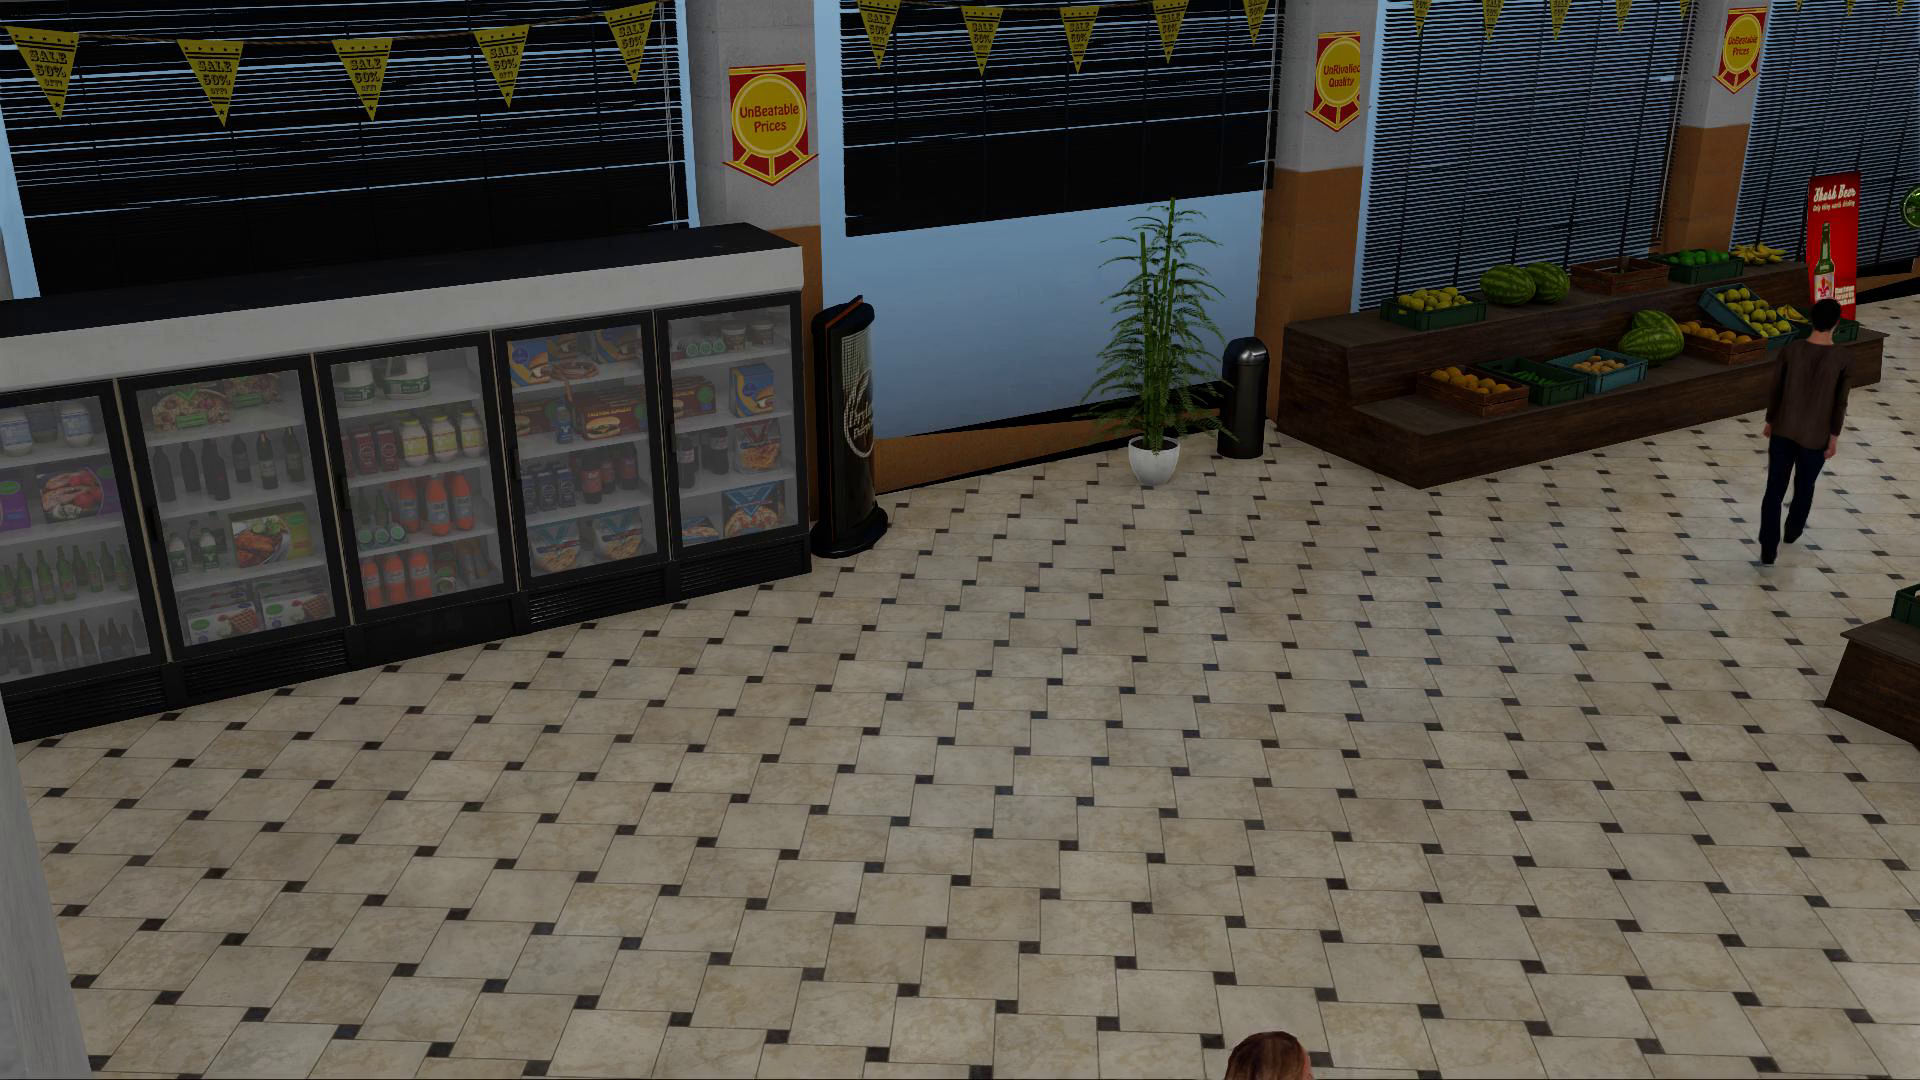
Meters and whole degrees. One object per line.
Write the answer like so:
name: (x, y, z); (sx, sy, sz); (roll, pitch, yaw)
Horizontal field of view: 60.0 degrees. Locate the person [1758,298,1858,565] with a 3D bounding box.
person: (5.768, -0.702, 11.459); (1.016, 1.844, 1.255); (13, 25, 30)
